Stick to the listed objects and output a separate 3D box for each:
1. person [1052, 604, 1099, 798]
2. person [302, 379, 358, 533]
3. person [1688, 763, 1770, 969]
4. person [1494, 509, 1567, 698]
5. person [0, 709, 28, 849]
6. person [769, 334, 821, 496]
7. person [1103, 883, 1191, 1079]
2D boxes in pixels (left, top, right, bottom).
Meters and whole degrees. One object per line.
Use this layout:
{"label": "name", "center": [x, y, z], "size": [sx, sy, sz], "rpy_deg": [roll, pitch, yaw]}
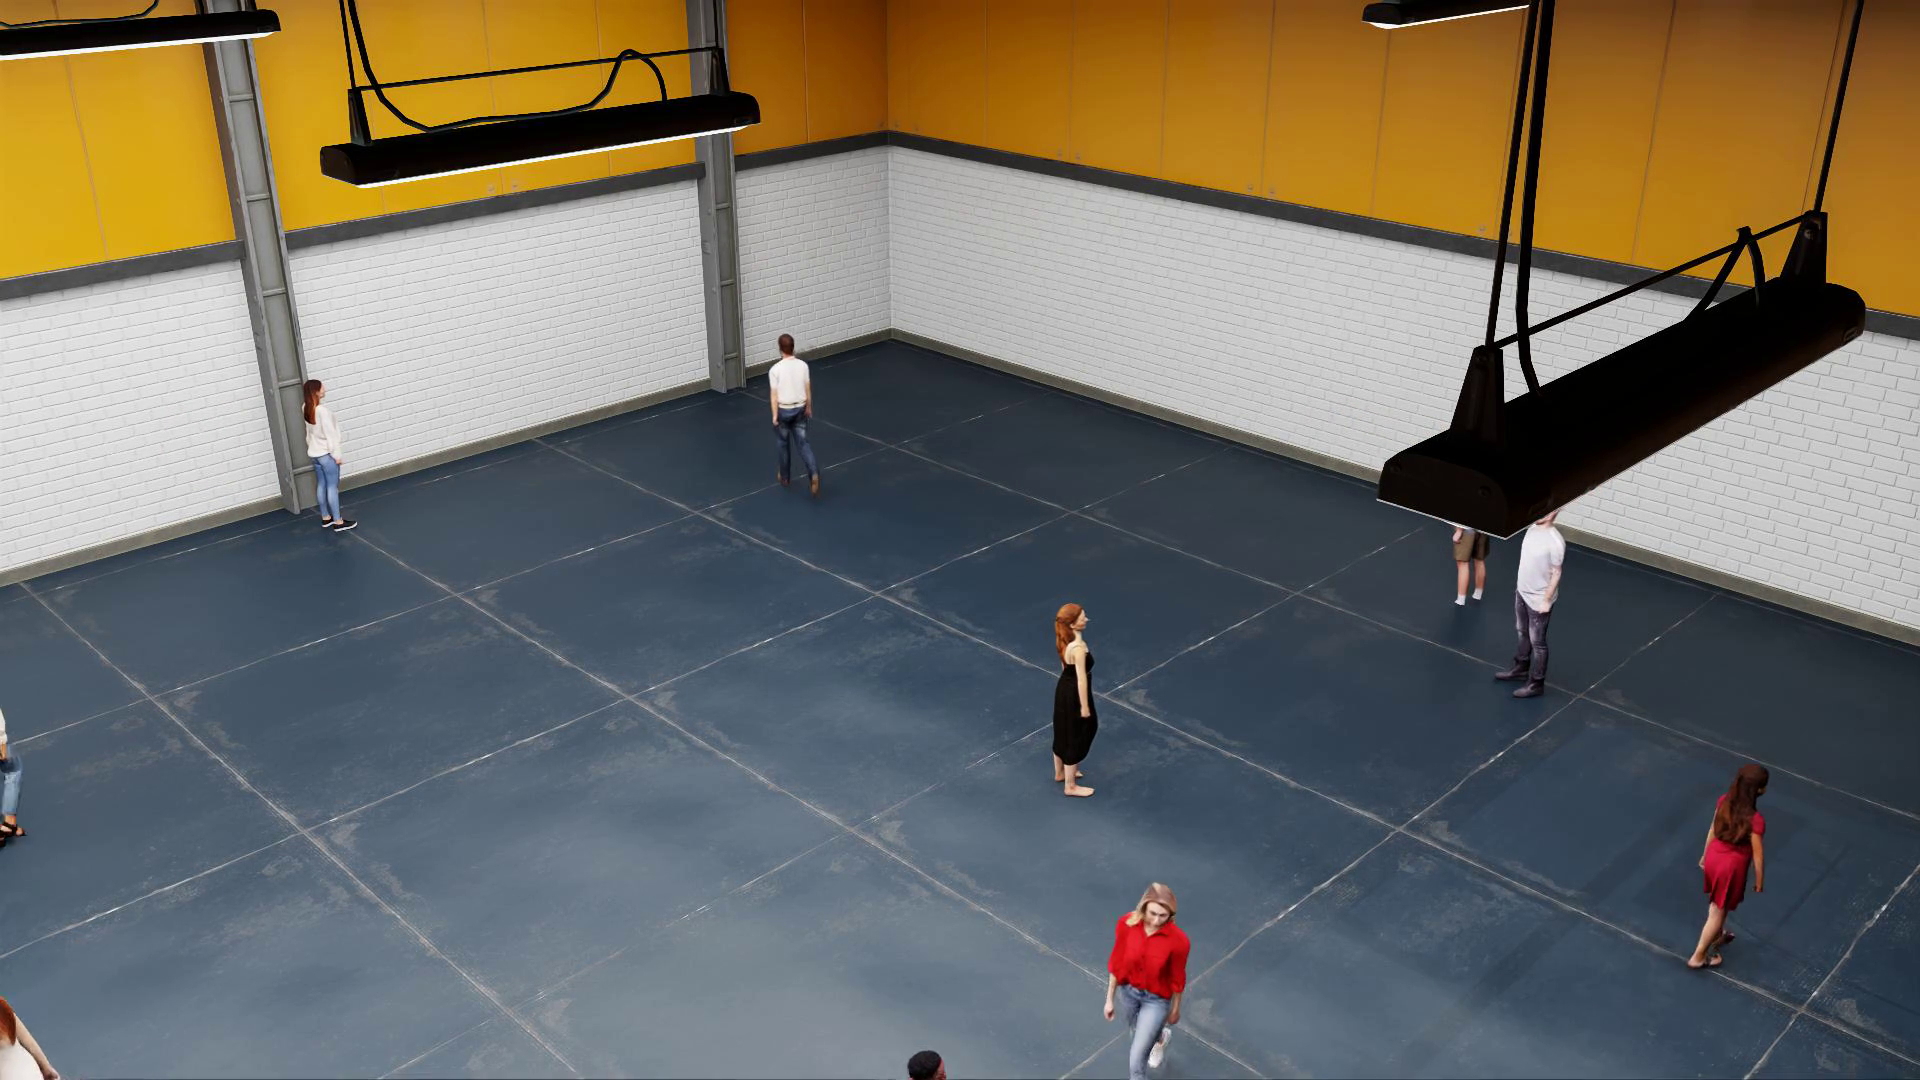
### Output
{"label": "person", "center": [0.880, 1.236, 13.091], "size": [0.707, 1.625, 0.671], "rpy_deg": [-6, 24, -13]}
{"label": "person", "center": [-6.858, -0.926, 17.951], "size": [0.640, 1.692, 0.567], "rpy_deg": [18, 29, 35]}
{"label": "person", "center": [5.047, 2.181, 11.040], "size": [0.819, 1.536, 0.701], "rpy_deg": [-10, 25, -21]}
{"label": "person", "center": [5.055, 0.481, 14.561], "size": [0.780, 1.831, 0.755], "rpy_deg": [-3, 24, -8]}
{"label": "person", "center": [-7.291, 1.563, 12.286], "size": [0.730, 1.670, 0.784], "rpy_deg": [2, 24, 4]}
{"label": "person", "center": [-1.871, -1.398, 18.865], "size": [1.189, 1.827, 0.953], "rpy_deg": [-13, 27, -26]}
{"label": "person", "center": [1.109, 2.659, 9.777], "size": [0.832, 1.671, 1.165], "rpy_deg": [14, 27, 30]}
